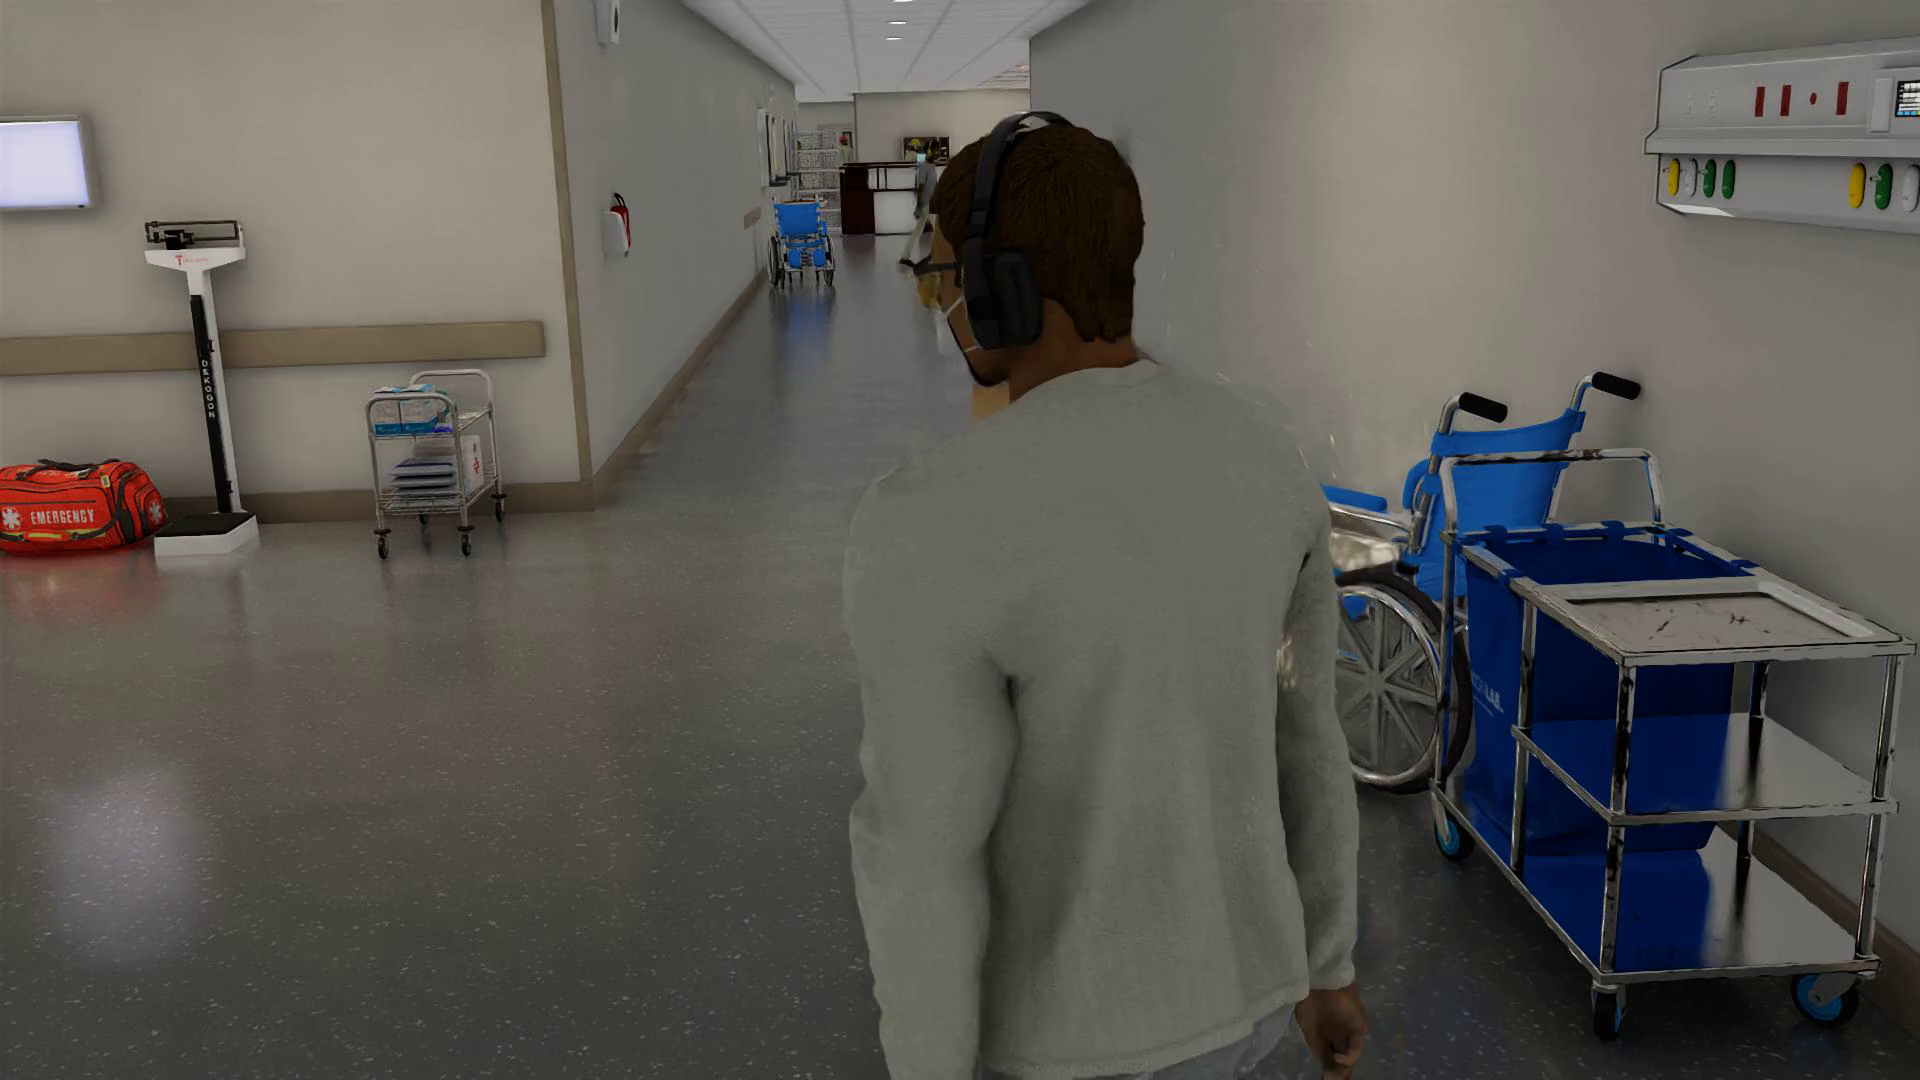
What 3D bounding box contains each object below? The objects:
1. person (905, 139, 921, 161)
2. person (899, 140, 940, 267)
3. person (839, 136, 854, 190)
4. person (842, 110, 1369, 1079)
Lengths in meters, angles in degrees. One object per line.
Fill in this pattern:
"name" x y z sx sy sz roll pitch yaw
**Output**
"person" -1.072 -8.609 39.556 0.403 1.824 0.595 -10 16 -31
"person" -0.471 -4.845 24.046 0.987 1.813 0.492 1 14 9
"person" -3.213 -10.335 46.632 0.639 1.936 0.916 3 14 17
"person" 0.242 0.512 1.771 0.905 1.904 0.628 10 18 40
